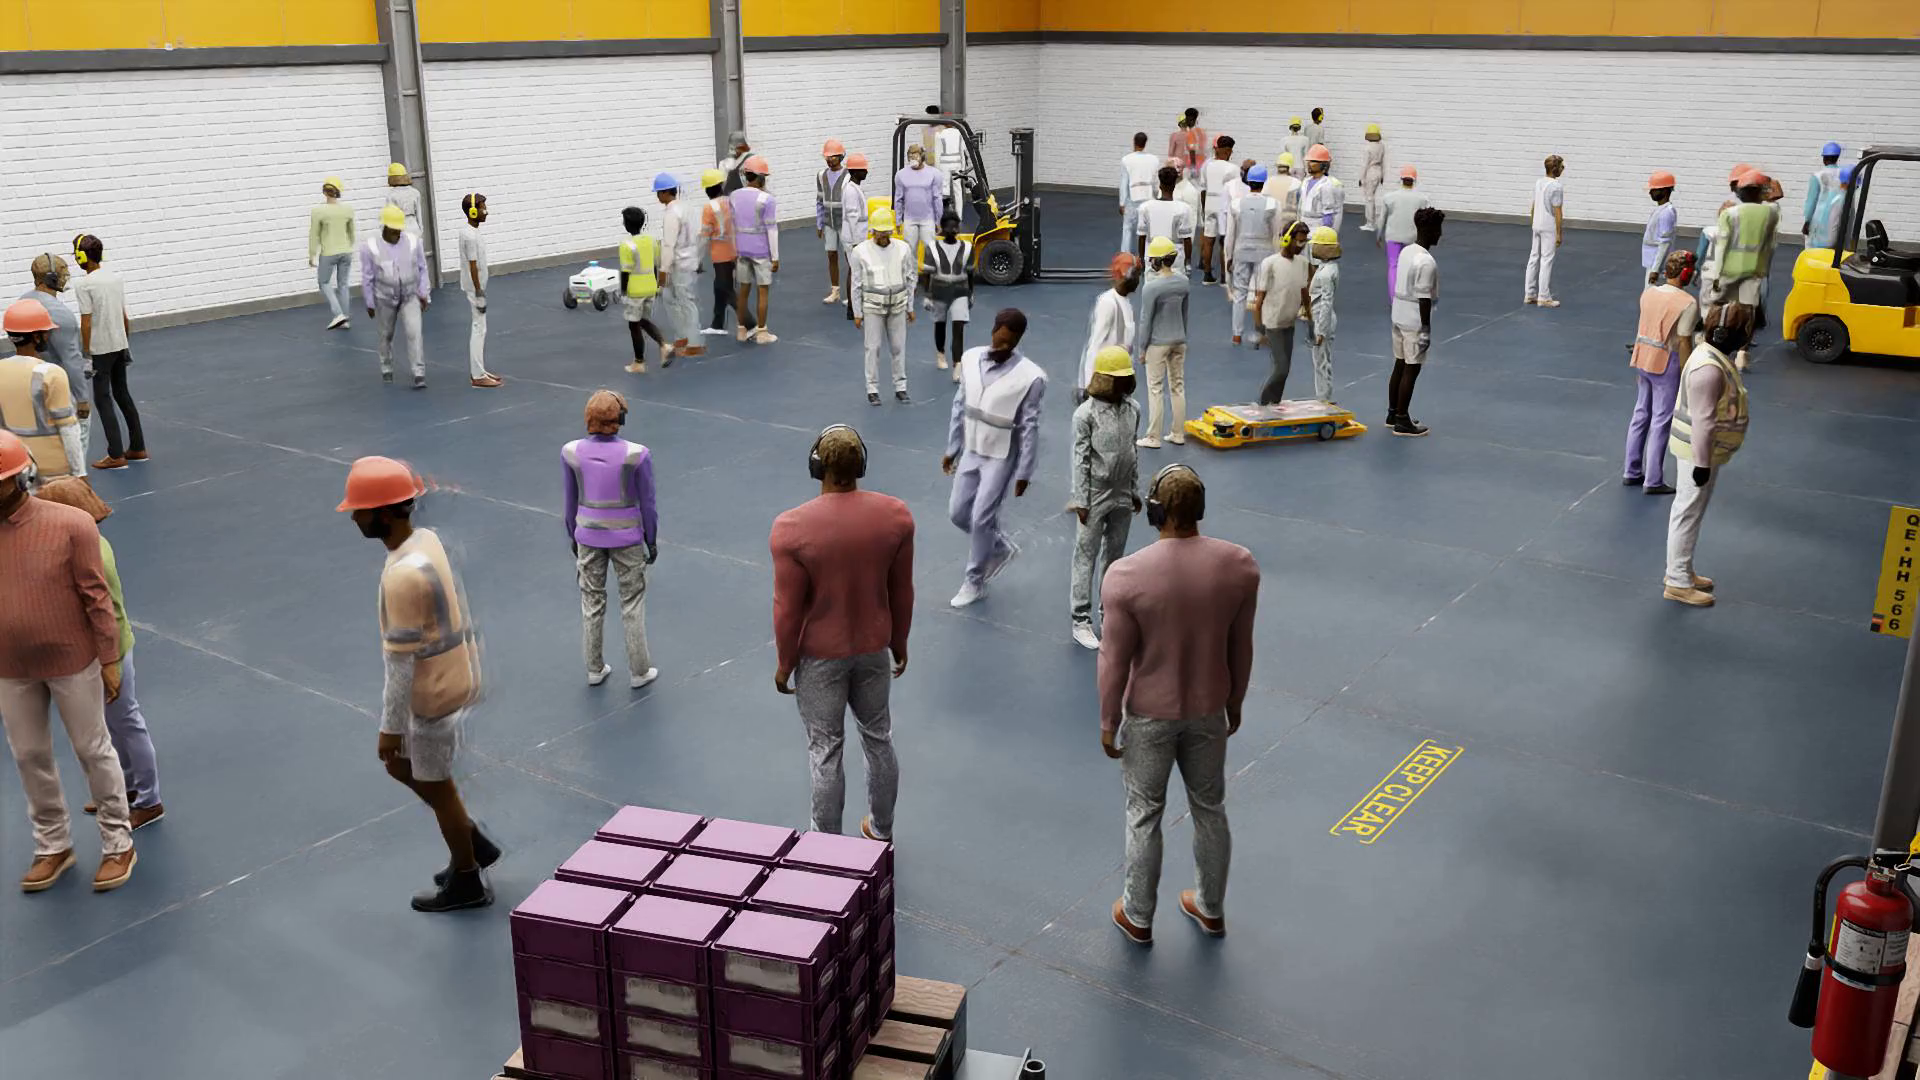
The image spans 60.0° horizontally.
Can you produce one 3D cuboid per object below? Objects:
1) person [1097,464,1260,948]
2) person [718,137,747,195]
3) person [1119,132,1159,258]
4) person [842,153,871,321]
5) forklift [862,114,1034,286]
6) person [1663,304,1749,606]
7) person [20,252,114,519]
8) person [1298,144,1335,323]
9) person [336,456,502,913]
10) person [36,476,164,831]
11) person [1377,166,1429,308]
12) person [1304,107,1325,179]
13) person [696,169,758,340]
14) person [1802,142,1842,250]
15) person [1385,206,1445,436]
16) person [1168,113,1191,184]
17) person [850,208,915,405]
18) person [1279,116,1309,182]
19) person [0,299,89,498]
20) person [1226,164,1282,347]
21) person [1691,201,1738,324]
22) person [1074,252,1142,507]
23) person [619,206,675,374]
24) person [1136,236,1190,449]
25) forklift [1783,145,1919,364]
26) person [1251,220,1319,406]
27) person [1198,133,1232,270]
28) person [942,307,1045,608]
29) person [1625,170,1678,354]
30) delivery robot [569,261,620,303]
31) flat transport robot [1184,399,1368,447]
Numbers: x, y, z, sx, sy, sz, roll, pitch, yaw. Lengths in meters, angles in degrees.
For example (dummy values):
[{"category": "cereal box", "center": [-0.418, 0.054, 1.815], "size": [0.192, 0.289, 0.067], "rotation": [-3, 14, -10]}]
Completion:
[{"category": "person", "center": [0.823, 0.653, 6.401], "size": [0.633, 1.932, 0.364], "rotation": [-4, 18, -13]}, {"category": "person", "center": [-3.054, -4.669, 23.078], "size": [0.583, 1.907, 0.510], "rotation": [-6, 19, -19]}, {"category": "person", "center": [2.518, -4.798, 23.518], "size": [0.601, 1.884, 0.452], "rotation": [-6, 19, -19]}, {"category": "person", "center": [-1.207, -3.567, 19.578], "size": [0.361, 1.939, 0.542], "rotation": [0, 18, -1]}, {"category": "forklift", "center": [-0.171, -4.594, 22.377], "size": [2.313, 2.155, 1.214], "rotation": [1, 18, 3]}, {"category": "person", "center": [4.600, -0.536, 10.256], "size": [0.430, 1.844, 0.624], "rotation": [9, 20, 25]}, {"category": "person", "center": [-6.367, -1.065, 11.774], "size": [0.639, 1.928, 0.369], "rotation": [13, 22, 36]}, {"category": "person", "center": [4.119, -3.570, 19.413], "size": [0.364, 2.048, 0.611], "rotation": [-4, 18, -14]}, {"category": "person", "center": [-2.156, 0.597, 6.593], "size": [0.461, 1.914, 0.569], "rotation": [-4, 18, -13]}, {"category": "person", "center": [-3.802, 0.503, 7.342], "size": [0.287, 1.631, 0.501], "rotation": [-15, 23, -39]}, {"category": "person", "center": [5.437, -3.736, 20.479], "size": [0.565, 1.712, 0.887], "rotation": [3, 18, 10]}, {"category": "person", "center": [6.323, -6.761, 29.688], "size": [0.313, 1.866, 0.538], "rotation": [-11, 21, -31]}, {"category": "person", "center": [-2.552, -3.136, 18.342], "size": [0.867, 1.884, 0.586], "rotation": [8, 19, 23]}, {"category": "person", "center": [11.204, -4.131, 21.387], "size": [0.663, 1.915, 0.721], "rotation": [-3, 18, -8]}, {"category": "person", "center": [3.895, -1.867, 14.243], "size": [0.374, 1.957, 0.600], "rotation": [-2, 18, -6]}, {"category": "person", "center": [3.975, -6.731, 29.777], "size": [0.531, 1.755, 0.343], "rotation": [-3, 18, -10]}, {"category": "person", "center": [-0.706, -2.148, 15.338], "size": [0.602, 1.818, 0.403], "rotation": [-7, 19, -20]}, {"category": "person", "center": [5.758, -6.409, 28.746], "size": [0.523, 1.769, 0.317], "rotation": [-1, 18, -2]}, {"category": "person", "center": [-5.404, -0.459, 9.859], "size": [0.548, 1.937, 0.379], "rotation": [5, 18, 15]}, {"category": "person", "center": [3.173, -3.066, 17.994], "size": [0.602, 1.949, 0.394], "rotation": [6, 19, 18]}, {"category": "person", "center": [8.044, -2.760, 17.595], "size": [0.524, 1.615, 0.758], "rotation": [2, 18, 7]}, {"category": "person", "center": [1.069, -1.159, 12.206], "size": [0.372, 1.855, 0.752], "rotation": [7, 19, 22]}, {"category": "person", "center": [-3.158, -2.471, 16.547], "size": [0.460, 1.683, 0.547], "rotation": [9, 20, 26]}, {"category": "person", "center": [1.679, -1.636, 13.835], "size": [0.524, 1.761, 0.342], "rotation": [-13, 22, -34]}, {"category": "forklift", "center": [9.803, -2.879, 17.013], "size": [2.313, 2.155, 1.214], "rotation": [12, 21, 33]}, {"category": "person", "center": [2.778, -1.820, 14.266], "size": [0.553, 1.845, 0.418], "rotation": [-13, 22, -35]}, {"category": "person", "center": [3.631, -4.640, 22.995], "size": [0.567, 1.892, 0.952], "rotation": [-12, 21, -32]}, {"category": "person", "center": [0.201, -0.502, 10.106], "size": [0.655, 1.866, 0.518], "rotation": [16, 24, 40]}, {"category": "person", "center": [7.339, -2.929, 17.588], "size": [0.364, 1.936, 0.542], "rotation": [5, 18, 16]}, {"category": "delivery robot", "center": [-4.493, -3.181, 20.447], "size": [0.477, 0.478, 0.707], "rotation": [6, 18, 18]}, {"category": "flat transport robot", "center": [2.718, -1.024, 14.319], "size": [1.431, 0.197, 0.652], "rotation": [-6, 19, -18]}]
